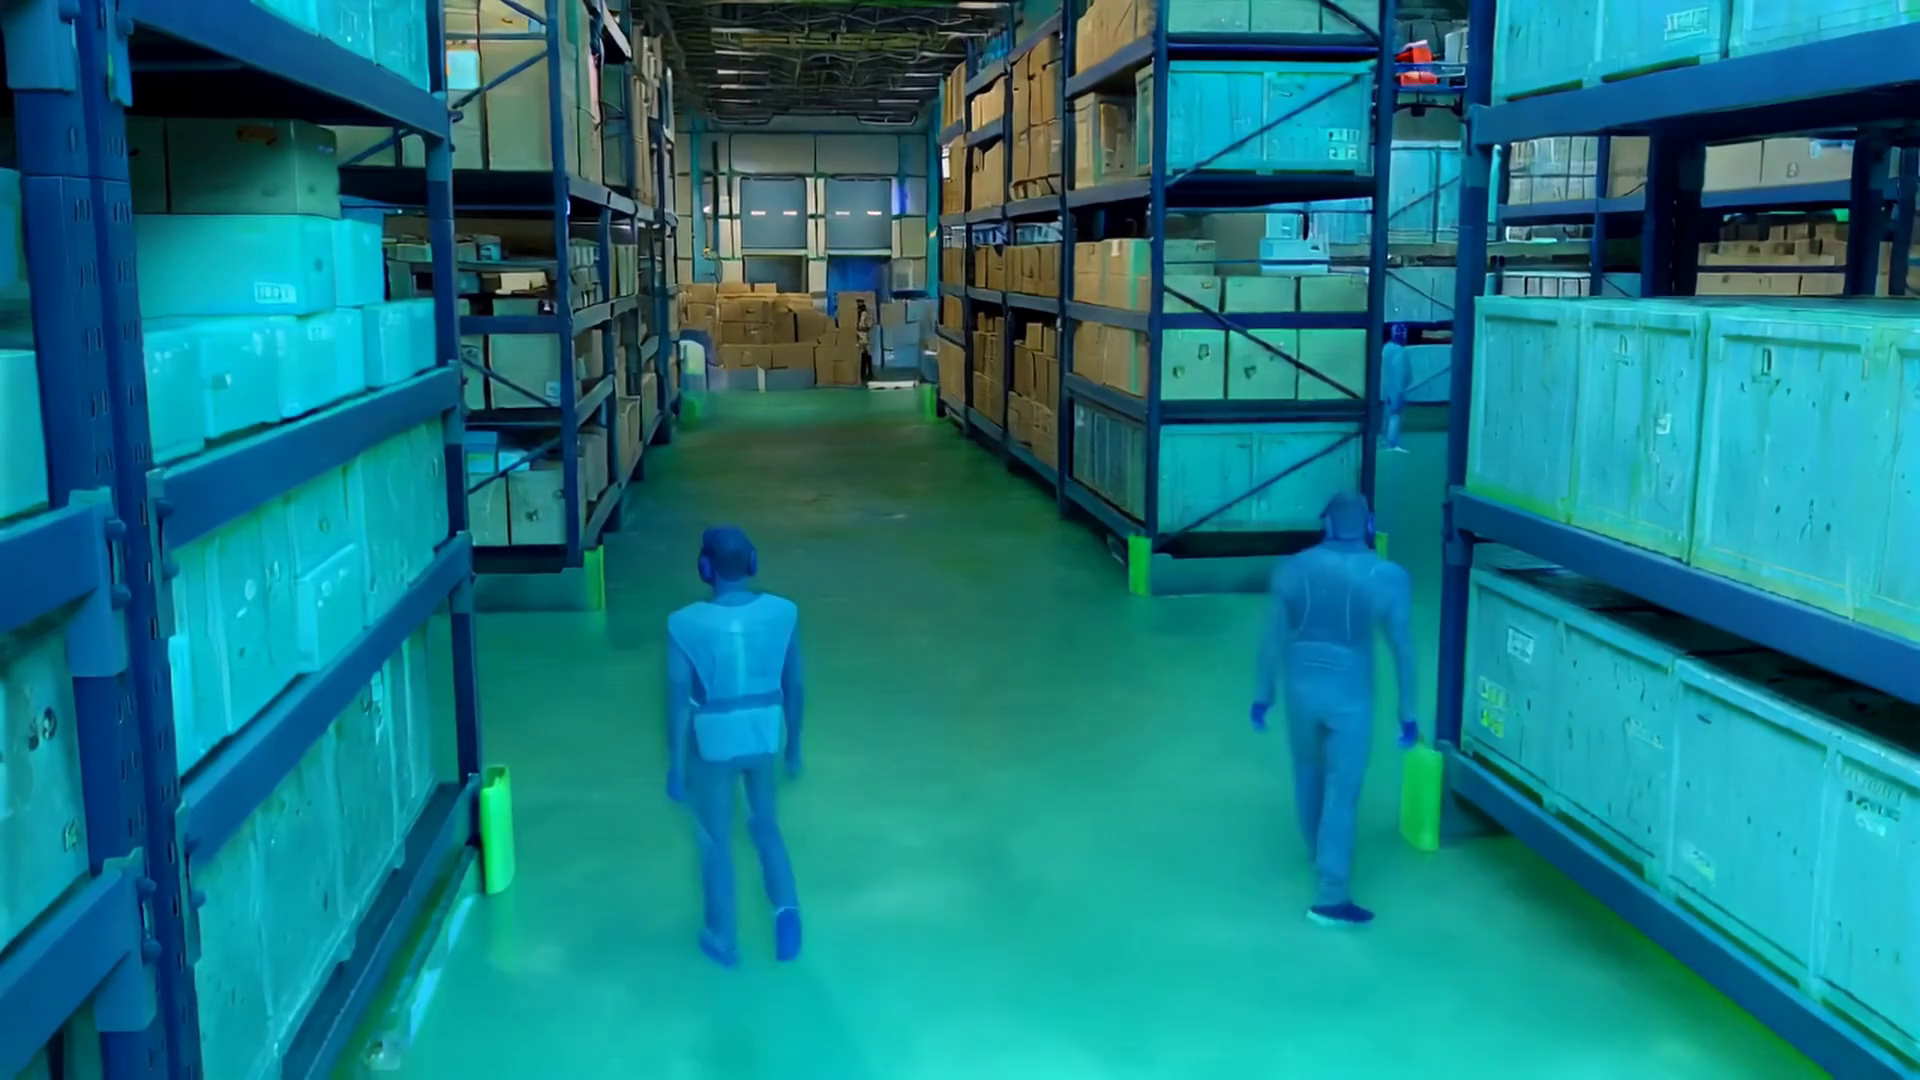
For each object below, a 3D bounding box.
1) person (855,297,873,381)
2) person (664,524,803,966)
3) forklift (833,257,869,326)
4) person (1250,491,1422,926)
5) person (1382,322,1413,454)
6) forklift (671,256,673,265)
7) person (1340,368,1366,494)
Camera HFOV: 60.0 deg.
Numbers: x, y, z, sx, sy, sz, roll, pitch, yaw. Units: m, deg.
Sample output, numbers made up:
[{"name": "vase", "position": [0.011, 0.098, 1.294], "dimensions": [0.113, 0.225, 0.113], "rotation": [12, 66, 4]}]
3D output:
[{"name": "person", "position": [-2.207, -4.593, 38.066], "dimensions": [0.376, 1.933, 0.544], "rotation": [-6, 12, -32]}, {"name": "person", "position": [-0.895, 0.852, 6.673], "dimensions": [0.565, 1.831, 0.525], "rotation": [-6, 11, -31]}, {"name": "forklift", "position": [-2.970, -6.678, 47.442], "dimensions": [1.873, 2.768, 1.129], "rotation": [6, 11, 30]}, {"name": "person", "position": [1.712, 0.710, 7.475], "dimensions": [0.731, 1.836, 1.031], "rotation": [6, 11, 30]}, {"name": "person", "position": [6.400, -2.219, 24.312], "dimensions": [0.405, 1.911, 0.636], "rotation": [0, 10, -1]}, {"name": "forklift", "position": [-10.987, -9.066, 61.344], "dimensions": [1.129, 2.768, 1.873], "rotation": [-1, 10, -7]}, {"name": "person", "position": [4.293, -1.046, 18.113], "dimensions": [0.319, 1.690, 0.530], "rotation": [-8, 12, -38]}]
